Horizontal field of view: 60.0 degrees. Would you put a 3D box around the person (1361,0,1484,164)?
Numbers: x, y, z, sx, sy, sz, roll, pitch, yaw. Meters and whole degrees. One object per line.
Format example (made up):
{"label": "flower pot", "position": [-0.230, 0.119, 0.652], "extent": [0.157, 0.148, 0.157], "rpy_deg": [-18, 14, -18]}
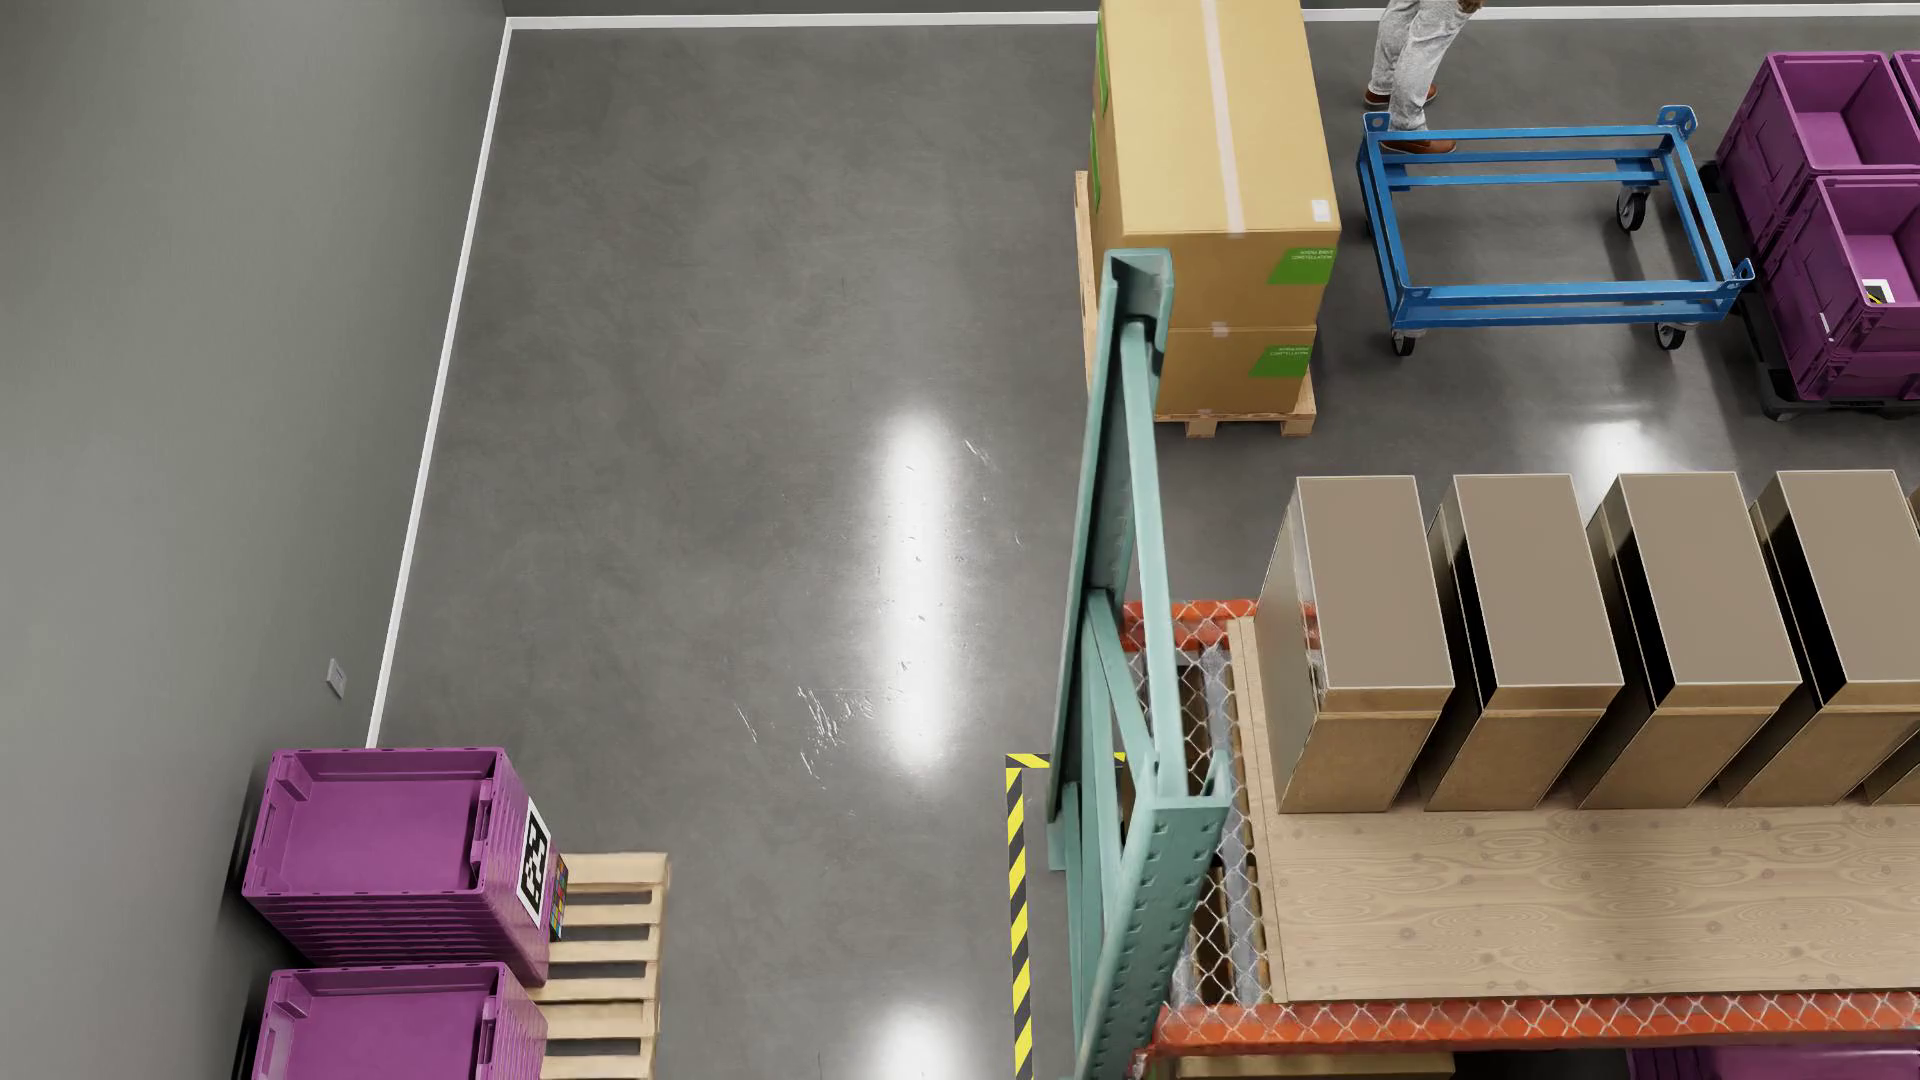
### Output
{"label": "person", "position": [1.825, -2.233, 6.071], "extent": [0.363, 1.939, 0.636], "rpy_deg": [-3, 58, -2]}
